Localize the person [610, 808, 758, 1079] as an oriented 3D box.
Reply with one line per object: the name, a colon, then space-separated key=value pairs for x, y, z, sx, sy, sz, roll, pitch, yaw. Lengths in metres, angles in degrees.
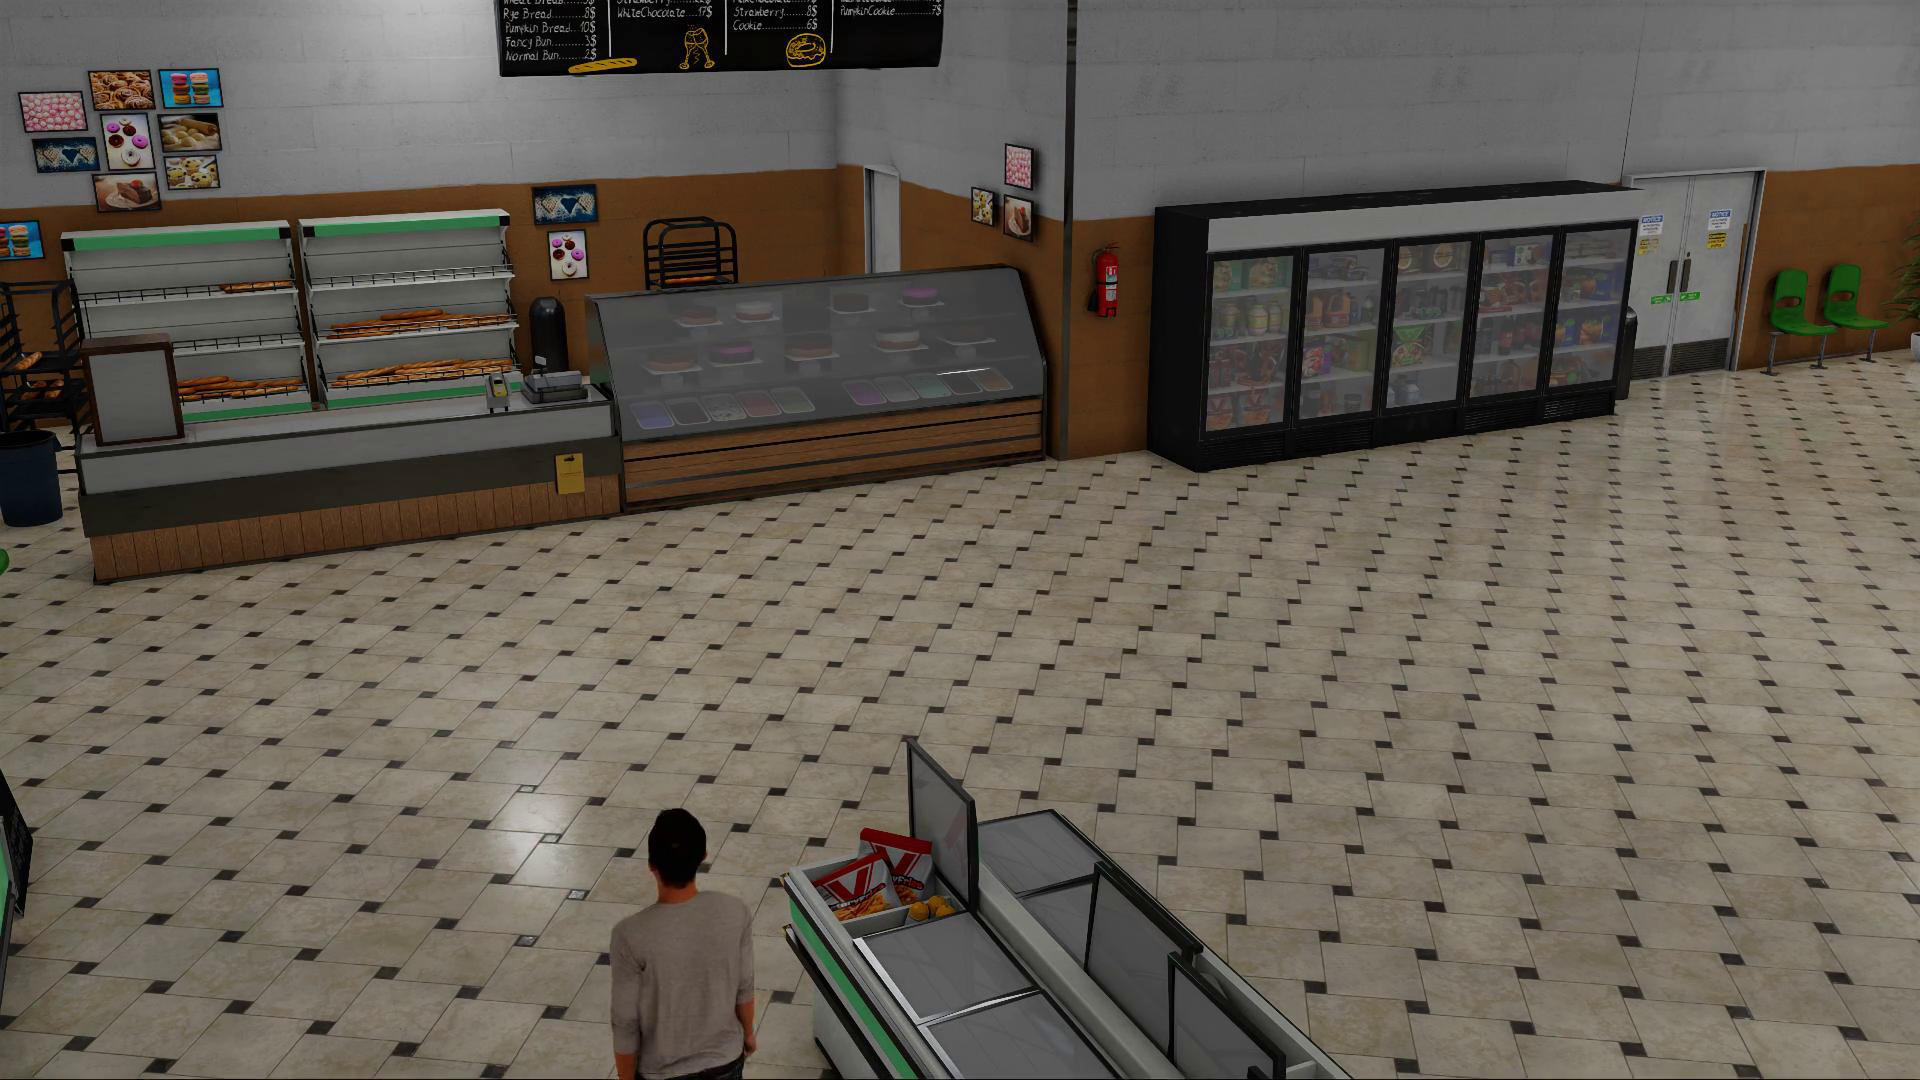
person: x=-0.850 y=1.745 z=5.393 sx=0.650 sy=1.794 sz=0.730 roll=-8 pitch=20 yaw=-23
